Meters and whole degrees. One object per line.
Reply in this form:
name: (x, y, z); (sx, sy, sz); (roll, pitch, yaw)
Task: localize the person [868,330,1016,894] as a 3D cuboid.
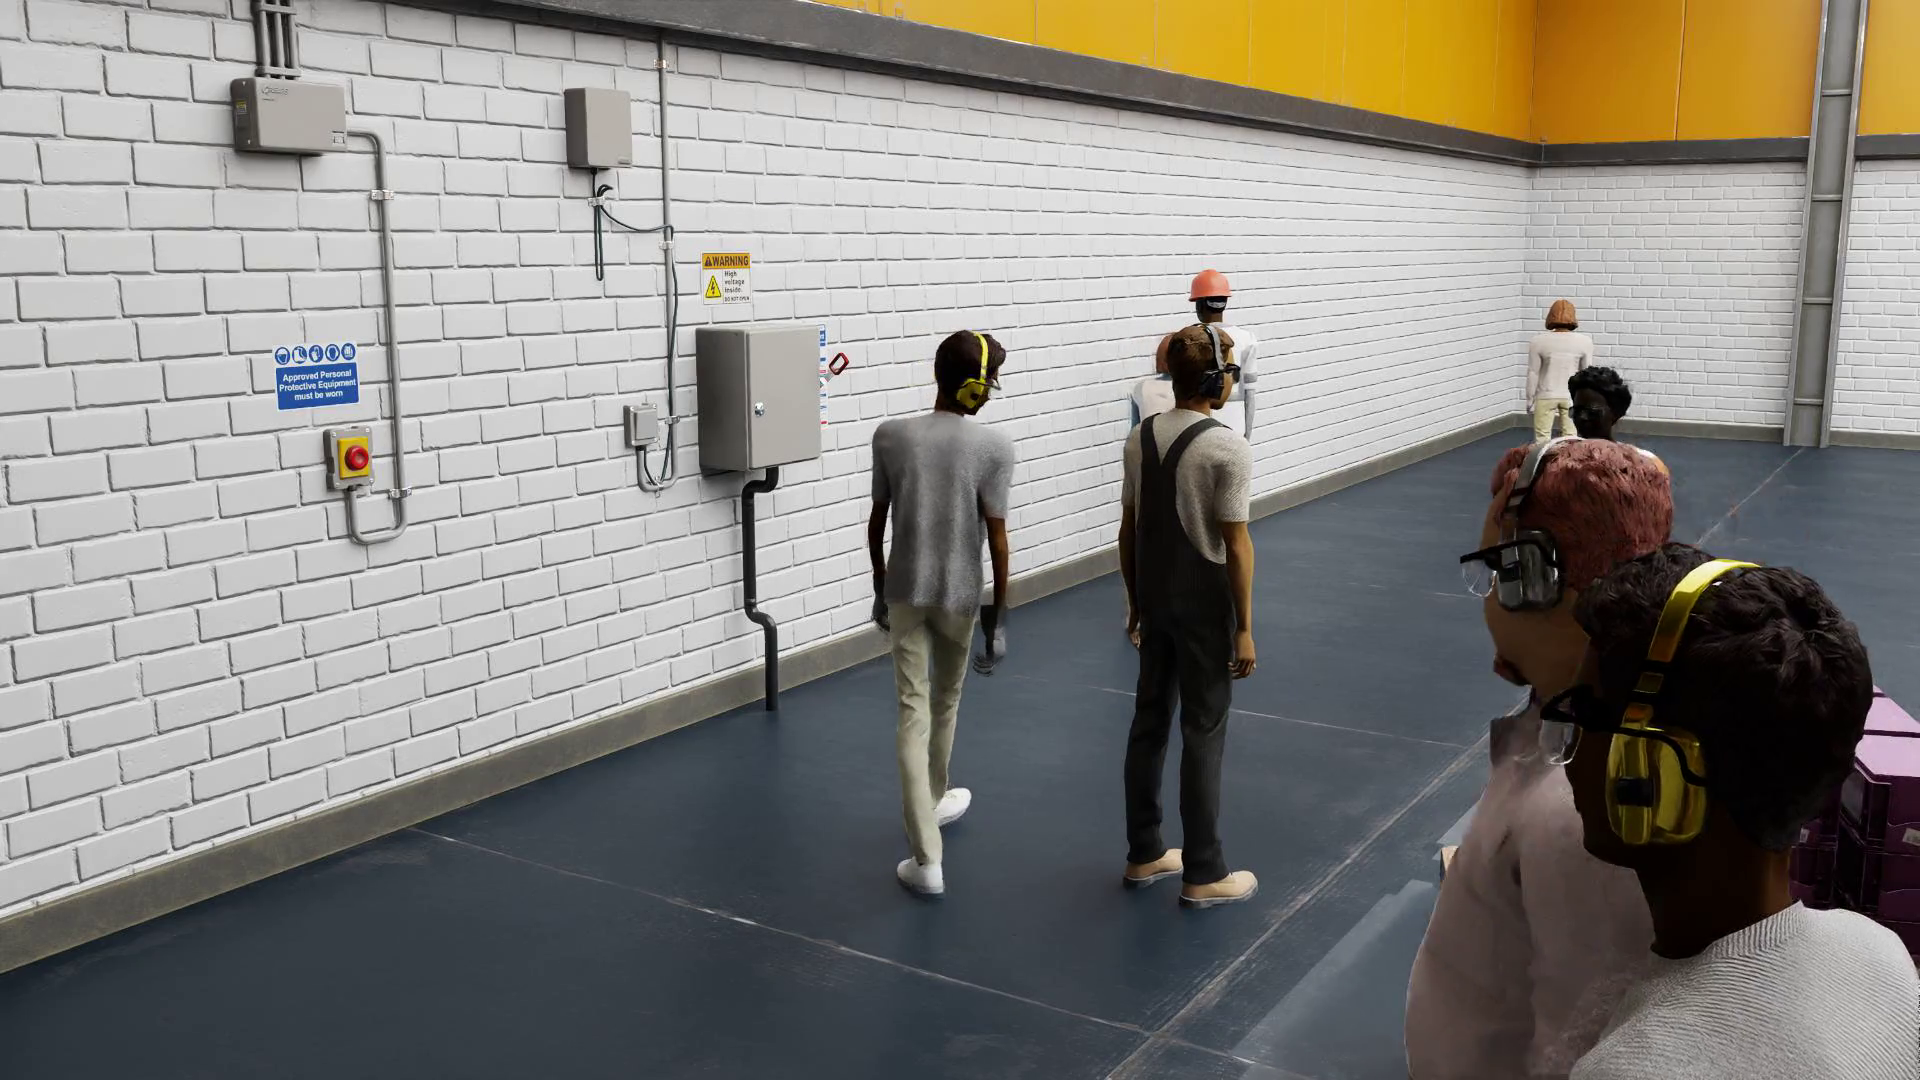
person: (-0.058, 0.212, 5.558); (0.490, 1.811, 0.850); (0, 10, 1)

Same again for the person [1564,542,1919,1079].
person: (0.620, 0.932, 1.424); (0.514, 1.861, 0.349); (-9, 14, -42)

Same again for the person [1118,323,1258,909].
person: (0.723, 0.239, 5.282); (0.329, 1.844, 0.509); (-8, 13, -39)

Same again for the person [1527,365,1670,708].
person: (2.351, 0.175, 6.189); (0.547, 1.643, 0.914); (10, 14, 44)

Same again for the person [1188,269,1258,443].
person: (1.484, -0.638, 9.918); (0.546, 1.929, 0.388); (-2, 10, -11)

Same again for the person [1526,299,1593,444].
person: (4.811, -1.112, 13.379); (0.501, 1.627, 0.284); (2, 10, 10)

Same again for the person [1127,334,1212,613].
person: (1.159, -0.326, 9.097); (0.530, 1.592, 0.843); (6, 12, 32)

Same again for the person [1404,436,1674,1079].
person: (0.820, 0.816, 2.008); (0.676, 1.874, 0.676); (6, 12, 29)
